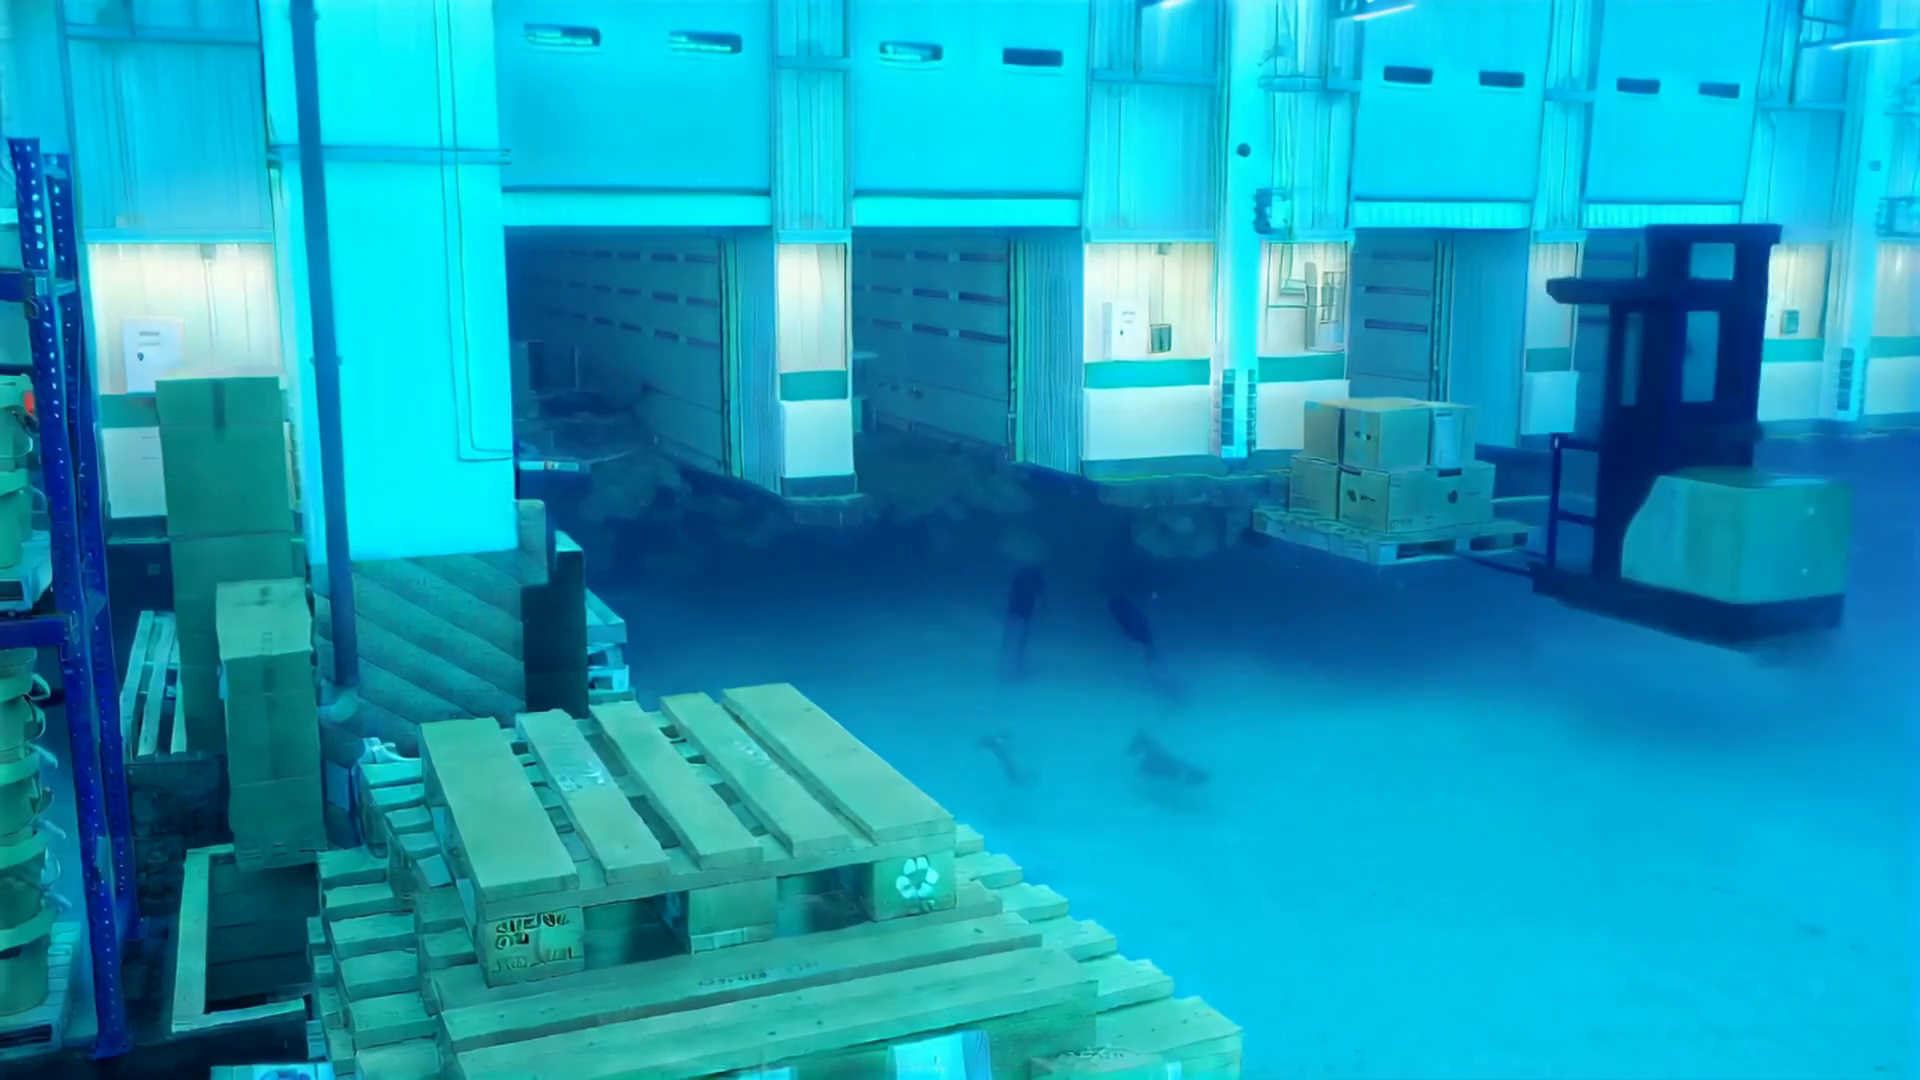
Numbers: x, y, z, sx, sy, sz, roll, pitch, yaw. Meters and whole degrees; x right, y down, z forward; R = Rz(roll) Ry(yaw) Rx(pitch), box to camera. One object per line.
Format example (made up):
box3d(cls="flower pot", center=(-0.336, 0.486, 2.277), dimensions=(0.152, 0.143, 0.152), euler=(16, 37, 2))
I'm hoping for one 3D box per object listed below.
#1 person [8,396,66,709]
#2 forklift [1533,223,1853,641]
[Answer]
box3d(cls="person", center=(-5.415, 0.106, 9.357), dimensions=(0.565, 1.894, 0.832), euler=(2, 11, 12))
box3d(cls="forklift", center=(5.253, -0.840, 11.814), dimensions=(1.129, 2.768, 1.873), euler=(-4, 11, -23))
